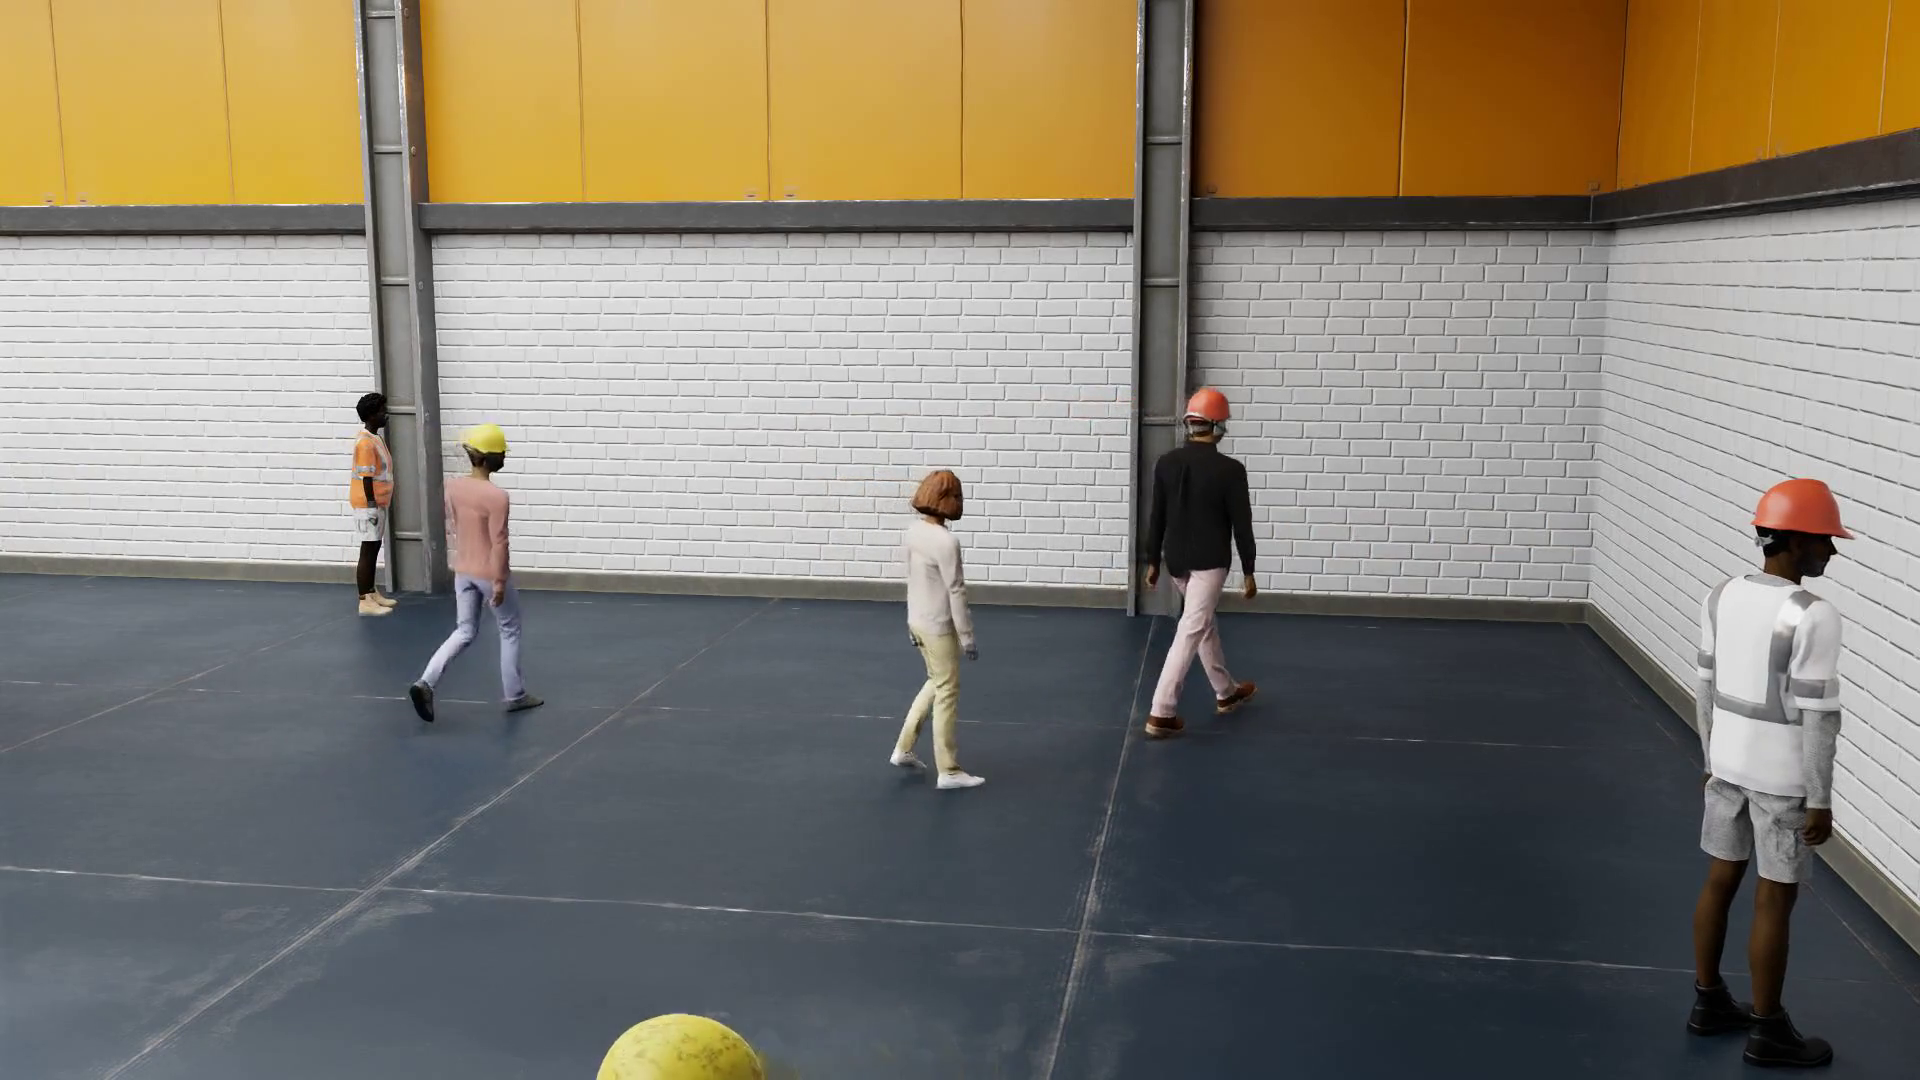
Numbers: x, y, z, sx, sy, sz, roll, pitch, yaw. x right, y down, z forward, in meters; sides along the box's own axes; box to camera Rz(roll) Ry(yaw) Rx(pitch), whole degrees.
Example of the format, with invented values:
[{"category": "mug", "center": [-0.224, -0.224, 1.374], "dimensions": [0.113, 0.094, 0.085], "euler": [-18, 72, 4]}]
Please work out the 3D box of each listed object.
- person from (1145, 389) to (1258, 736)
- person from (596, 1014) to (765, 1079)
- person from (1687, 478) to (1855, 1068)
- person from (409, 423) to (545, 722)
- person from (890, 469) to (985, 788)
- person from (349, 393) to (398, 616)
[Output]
[{"category": "person", "center": [1.394, 0.115, 9.449], "dimensions": [1.053, 1.939, 0.641], "euler": [-8, 12, -41]}, {"category": "person", "center": [-0.228, 1.414, 2.192], "dimensions": [0.864, 1.701, 0.489], "euler": [-3, 10, -17]}, {"category": "person", "center": [2.679, 0.758, 5.501], "dimensions": [0.375, 1.934, 0.547], "euler": [-3, 10, -16]}, {"category": "person", "center": [-2.807, 0.191, 9.603], "dimensions": [0.520, 1.734, 0.759], "euler": [6, 11, 34]}, {"category": "person", "center": [-0.084, 0.453, 8.333], "dimensions": [0.379, 1.630, 0.508], "euler": [-4, 10, -22]}, {"category": "person", "center": [-4.457, -0.273, 12.622], "dimensions": [0.322, 1.691, 0.532], "euler": [-2, 9, -12]}]
